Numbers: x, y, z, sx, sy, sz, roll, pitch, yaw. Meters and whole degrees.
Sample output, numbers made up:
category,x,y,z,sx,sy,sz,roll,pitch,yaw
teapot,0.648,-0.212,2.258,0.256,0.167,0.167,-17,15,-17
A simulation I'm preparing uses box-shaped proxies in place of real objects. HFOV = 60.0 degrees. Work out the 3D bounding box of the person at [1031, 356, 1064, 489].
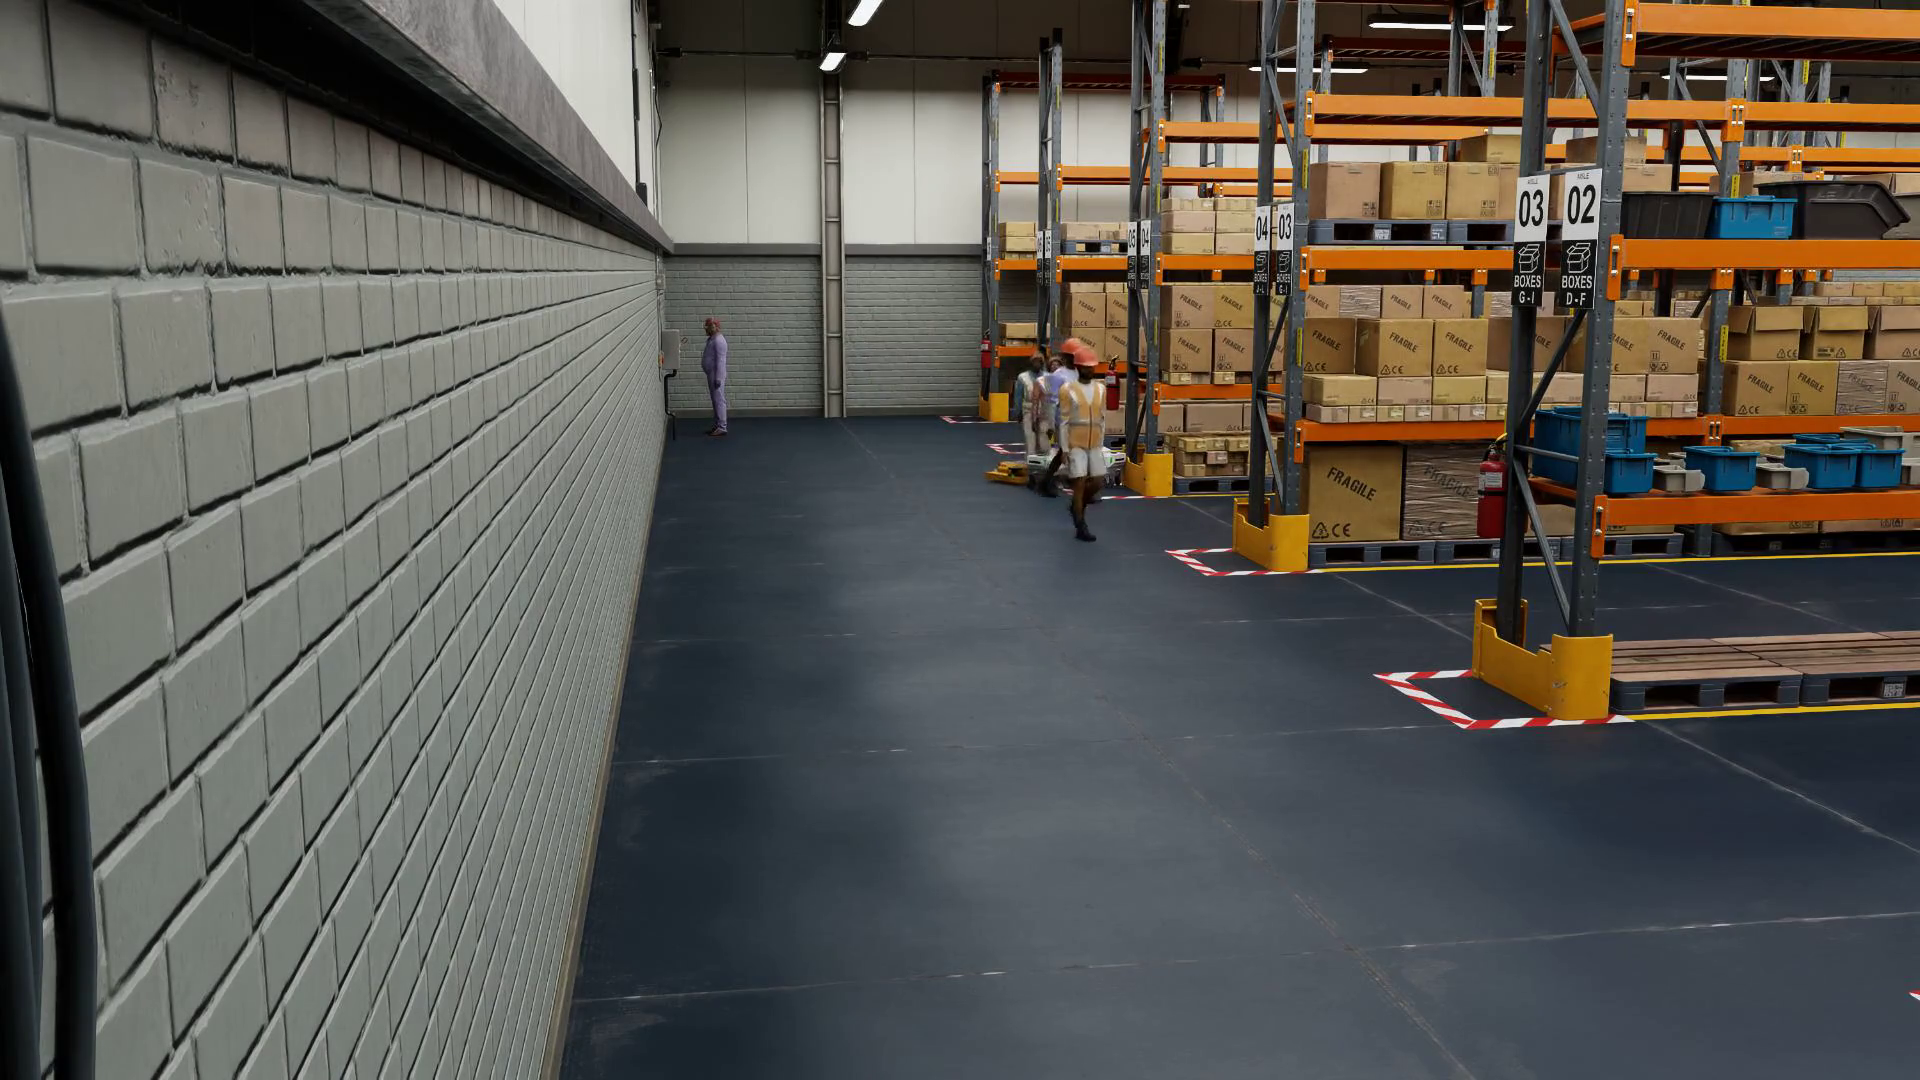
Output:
category,x,y,z,sx,sy,sz,roll,pitch,yaw
person,1.139,-1.413,20.111,0.548,1.618,0.414,-1,9,-8

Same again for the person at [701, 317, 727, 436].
category,x,y,z,sx,sy,sz,roll,pitch,yaw
person,-3.962,-2.631,26.789,0.402,1.906,0.652,-3,10,-16

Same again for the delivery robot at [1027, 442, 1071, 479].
category,x,y,z,sx,sy,sz,roll,pitch,yaw
delivery robot,1.149,-0.947,20.267,0.707,0.478,0.477,-9,13,-44

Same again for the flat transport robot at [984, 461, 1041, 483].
category,x,y,z,sx,sy,sz,roll,pitch,yaw
flat transport robot,1.079,-0.898,21.132,1.431,0.197,0.652,-6,11,-33

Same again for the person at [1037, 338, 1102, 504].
category,x,y,z,sx,sy,sz,roll,pitch,yaw
person,1.239,-1.382,19.181,0.964,1.896,0.536,7,11,36

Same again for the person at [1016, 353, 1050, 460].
category,x,y,z,sx,sy,sz,roll,pitch,yaw
person,0.996,-1.615,21.479,0.528,1.579,0.890,0,9,1

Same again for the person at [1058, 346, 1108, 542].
category,x,y,z,sx,sy,sz,roll,pitch,yaw
person,1.194,-0.956,16.404,0.551,1.921,0.516,-4,10,-25

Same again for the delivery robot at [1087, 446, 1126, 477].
category,x,y,z,sx,sy,sz,roll,pitch,yaw
delivery robot,1.695,-0.991,20.539,0.707,0.478,0.477,8,12,41
